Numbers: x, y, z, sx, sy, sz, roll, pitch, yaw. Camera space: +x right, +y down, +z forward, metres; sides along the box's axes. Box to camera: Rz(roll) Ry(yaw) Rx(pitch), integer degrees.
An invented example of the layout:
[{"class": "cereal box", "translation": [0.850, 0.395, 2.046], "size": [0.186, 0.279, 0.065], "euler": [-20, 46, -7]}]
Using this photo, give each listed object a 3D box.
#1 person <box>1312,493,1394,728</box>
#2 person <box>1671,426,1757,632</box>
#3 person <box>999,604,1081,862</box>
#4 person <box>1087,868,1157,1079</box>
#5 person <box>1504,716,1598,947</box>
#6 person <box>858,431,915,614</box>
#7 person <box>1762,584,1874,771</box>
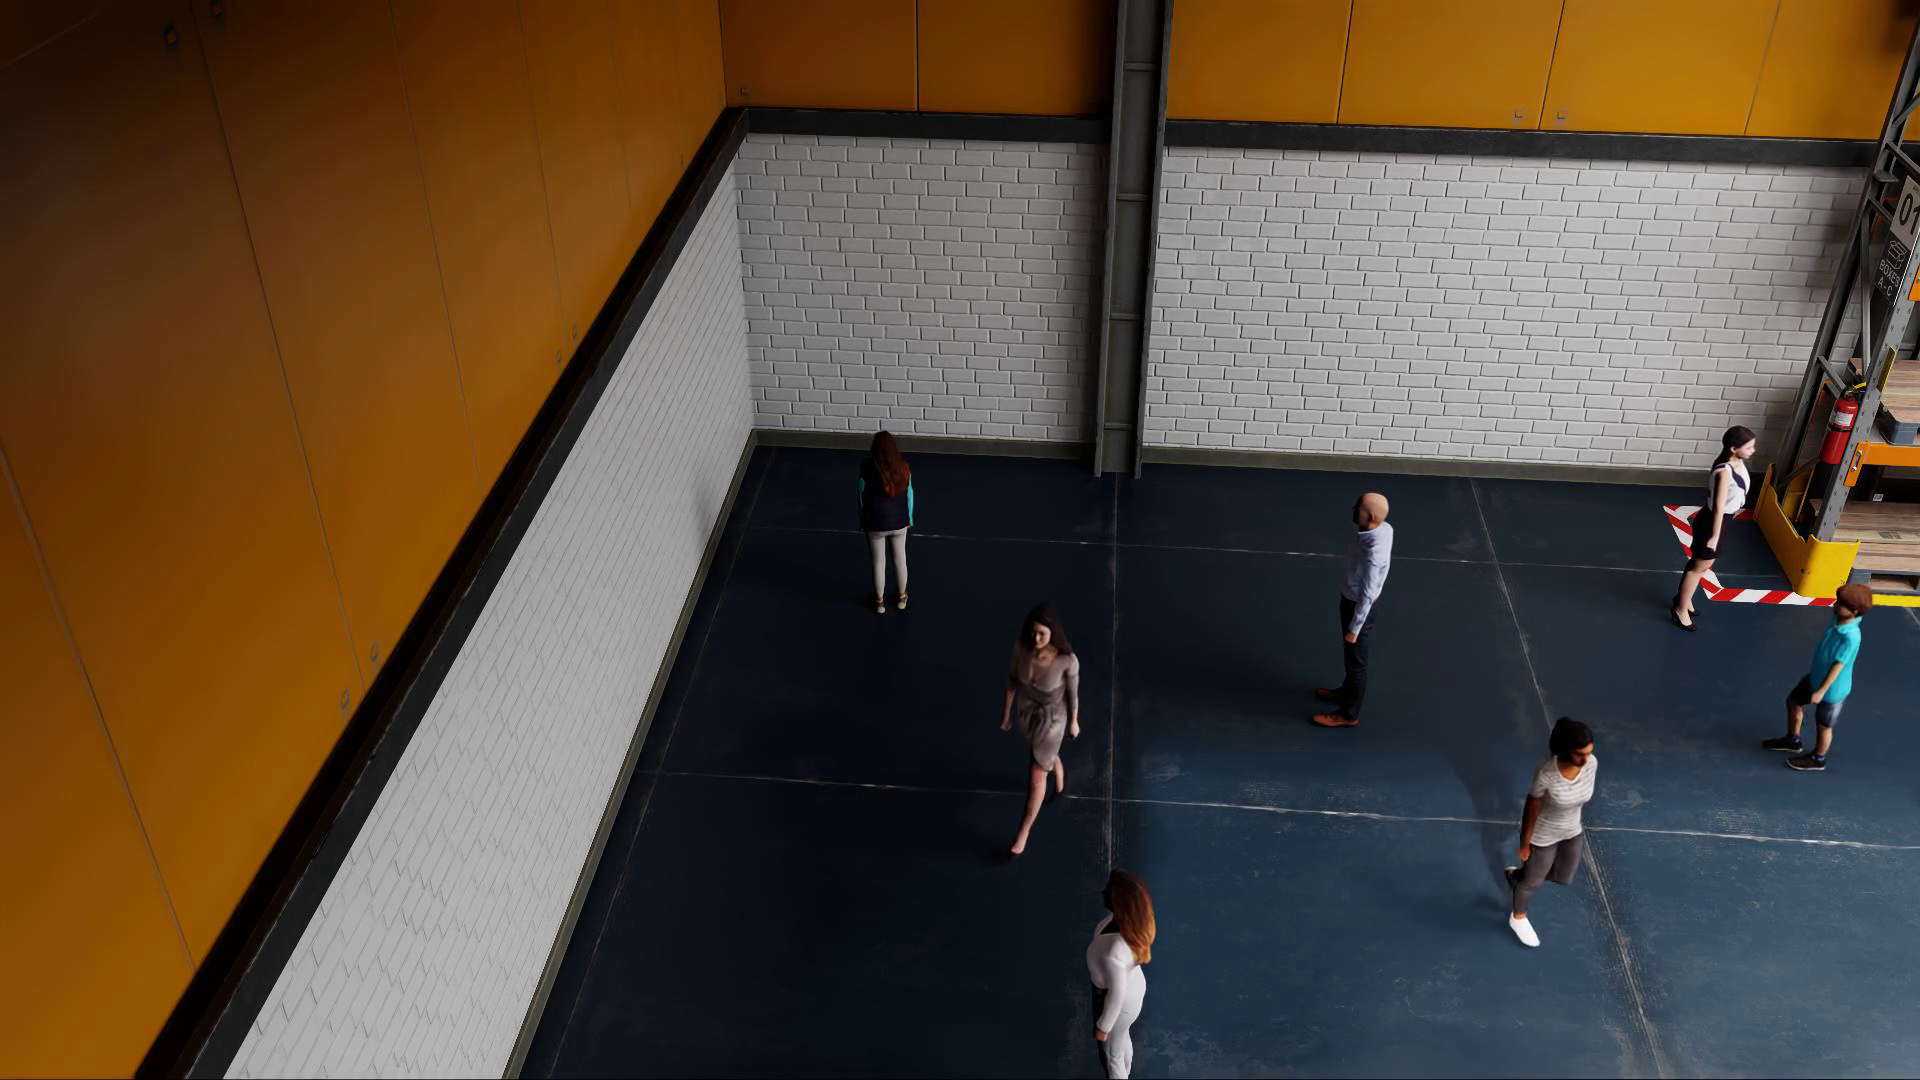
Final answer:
[{"class": "person", "translation": [2.651, 0.461, 11.056], "size": [0.617, 1.791, 0.675], "euler": [8, 34, 12]}, {"class": "person", "translation": [5.446, -0.098, 12.026], "size": [0.629, 1.648, 0.629], "euler": [17, 37, 24]}, {"class": "person", "translation": [0.534, 1.074, 10.212], "size": [1.096, 1.705, 0.983], "euler": [18, 38, 25]}, {"class": "person", "translation": [0.787, 2.310, 8.295], "size": [0.577, 1.768, 0.610], "euler": [8, 34, 12]}, {"class": "person", "translation": [3.307, 1.601, 9.489], "size": [0.754, 1.627, 0.797], "euler": [-11, 35, -17]}, {"class": "person", "translation": [-0.543, -0.137, 12.219], "size": [0.613, 1.500, 0.710], "euler": [-7, 34, -11]}, {"class": "person", "translation": [5.675, 0.901, 10.712], "size": [0.589, 1.439, 0.546], "euler": [4, 34, 6]}]
